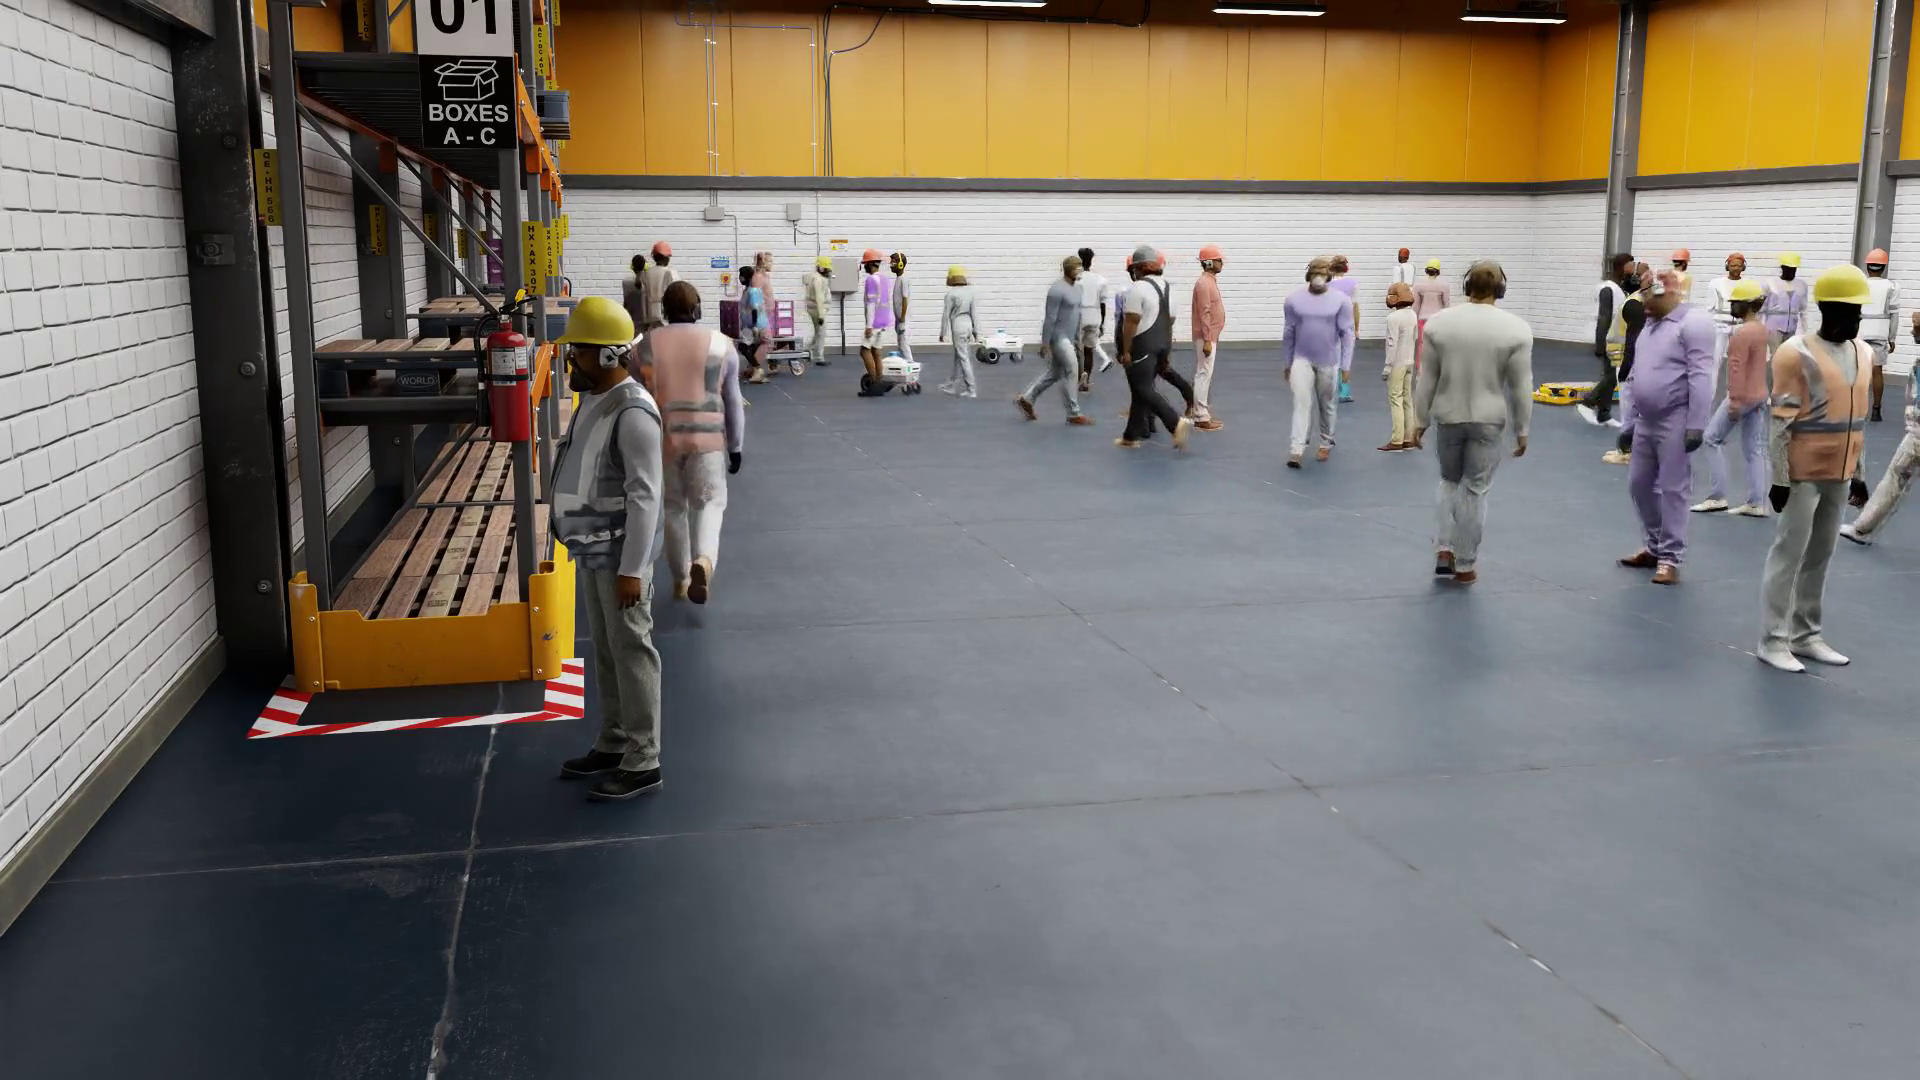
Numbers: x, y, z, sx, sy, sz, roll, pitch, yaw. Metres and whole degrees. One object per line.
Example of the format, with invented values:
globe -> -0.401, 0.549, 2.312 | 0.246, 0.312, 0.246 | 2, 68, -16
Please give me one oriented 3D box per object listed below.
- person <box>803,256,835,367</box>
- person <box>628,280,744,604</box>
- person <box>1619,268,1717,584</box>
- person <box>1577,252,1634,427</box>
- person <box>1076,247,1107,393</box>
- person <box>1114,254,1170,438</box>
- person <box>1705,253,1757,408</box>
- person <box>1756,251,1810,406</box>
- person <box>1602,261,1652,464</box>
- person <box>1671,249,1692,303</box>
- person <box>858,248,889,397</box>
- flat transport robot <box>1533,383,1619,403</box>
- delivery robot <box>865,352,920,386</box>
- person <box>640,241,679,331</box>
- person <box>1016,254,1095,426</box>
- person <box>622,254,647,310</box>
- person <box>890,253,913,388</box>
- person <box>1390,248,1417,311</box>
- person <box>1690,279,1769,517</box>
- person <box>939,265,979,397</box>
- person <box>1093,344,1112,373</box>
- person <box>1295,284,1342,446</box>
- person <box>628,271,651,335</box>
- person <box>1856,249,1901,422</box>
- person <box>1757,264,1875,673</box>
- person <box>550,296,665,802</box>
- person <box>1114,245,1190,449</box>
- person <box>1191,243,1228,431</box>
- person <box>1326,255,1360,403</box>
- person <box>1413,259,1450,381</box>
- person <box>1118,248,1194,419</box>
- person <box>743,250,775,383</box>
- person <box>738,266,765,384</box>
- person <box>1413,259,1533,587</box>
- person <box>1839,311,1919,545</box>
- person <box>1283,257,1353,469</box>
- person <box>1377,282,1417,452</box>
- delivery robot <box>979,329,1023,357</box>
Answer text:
person -> -2.267, -3.648, 26.632 | 0.578, 1.788, 0.647 | -1, 10, -3
person -> -1.519, -0.525, 9.231 | 0.633, 1.820, 0.721 | -1, 10, -5
person -> 4.252, -0.687, 10.019 | 0.447, 1.867, 0.718 | -3, 11, -14
person -> 7.111, -2.171, 18.128 | 0.436, 1.906, 0.606 | 8, 13, 36
person -> 1.650, -2.882, 21.947 | 0.606, 1.949, 0.608 | -2, 10, -11
person -> 1.873, -2.026, 17.317 | 0.571, 1.899, 0.788 | -1, 10, -4
person -> 9.315, -2.526, 20.132 | 0.585, 1.882, 0.337 | 3, 11, 14
person -> 10.092, -2.584, 20.403 | 0.611, 1.904, 0.477 | -1, 10, -8
person -> 6.131, -1.619, 15.228 | 0.429, 1.844, 0.626 | 5, 12, 27
person -> 10.284, -3.181, 23.715 | 0.877, 1.901, 0.571 | -5, 11, -24
person -> -1.126, -2.822, 21.655 | 0.401, 1.924, 0.601 | 4, 11, 19
flat transport robot -> 7.928, -1.858, 20.903 | 1.431, 0.197, 0.652 | -2, 10, -12
delivery robot -> -0.890, -2.255, 22.058 | 0.707, 0.478, 0.477 | 5, 11, 27
person -> -4.085, -3.041, 22.607 | 0.620, 2.022, 0.706 | 5, 11, 26
person -> 1.031, -2.209, 18.382 | 0.957, 1.888, 0.671 | 5, 12, 27
person -> -4.482, -3.091, 23.404 | 0.526, 1.847, 0.810 | -3, 11, -15
person -> -0.809, -3.037, 23.035 | 0.332, 1.863, 0.511 | -2, 10, -11
person -> 8.246, -4.487, 31.006 | 0.572, 1.883, 0.356 | -7, 12, -33
person -> 5.708, -1.038, 12.281 | 0.541, 1.747, 0.616 | -10, 14, -42
person -> -0.077, -2.723, 21.717 | 0.862, 1.700, 0.495 | 9, 14, 42
person -> 1.946, -3.363, 25.533 | 0.770, 1.612, 0.523 | 4, 11, 23
person -> 3.537, -1.735, 16.450 | 0.498, 1.633, 0.284 | 1, 10, 7
person -> -4.404, -2.919, 23.047 | 0.527, 1.616, 0.472 | 3, 11, 17
person -> 10.239, -2.300, 18.733 | 0.552, 1.935, 0.360 | 4, 11, 22
person -> 4.090, -0.337, 7.891 | 0.592, 1.924, 0.379 | -5, 11, -24
person -> -1.288, 0.033, 6.094 | 0.403, 1.835, 0.588 | -5, 12, -28
person -> 1.890, -1.876, 16.098 | 0.860, 2.000, 0.706 | 9, 14, 41
person -> 2.671, -2.175, 17.876 | 0.375, 1.997, 0.611 | 2, 10, 12
person -> 4.729, -2.643, 20.892 | 0.570, 1.843, 0.377 | 5, 11, 27
person -> 6.812, -3.174, 24.055 | 0.524, 1.769, 0.314 | 5, 11, 25
person -> 2.309, -2.332, 18.897 | 0.915, 1.949, 0.637 | 0, 10, -1
person -> -2.820, -3.146, 23.564 | 0.405, 1.886, 0.686 | -1, 10, -8
person -> -2.965, -3.018, 23.428 | 0.379, 1.682, 0.547 | -2, 10, -9
person -> 3.035, -0.682, 9.804 | 0.664, 1.923, 0.485 | 6, 12, 32
person -> 6.277, -0.708, 10.880 | 0.531, 1.593, 0.870 | -9, 13, -40
person -> 3.222, -1.597, 15.018 | 0.647, 1.882, 1.051 | 4, 11, 19
person -> 4.236, -1.667, 16.072 | 0.266, 1.631, 0.507 | 9, 14, 41
delivery robot -> 0.681, -3.259, 27.620 | 0.707, 0.478, 0.477 | -3, 11, -18
